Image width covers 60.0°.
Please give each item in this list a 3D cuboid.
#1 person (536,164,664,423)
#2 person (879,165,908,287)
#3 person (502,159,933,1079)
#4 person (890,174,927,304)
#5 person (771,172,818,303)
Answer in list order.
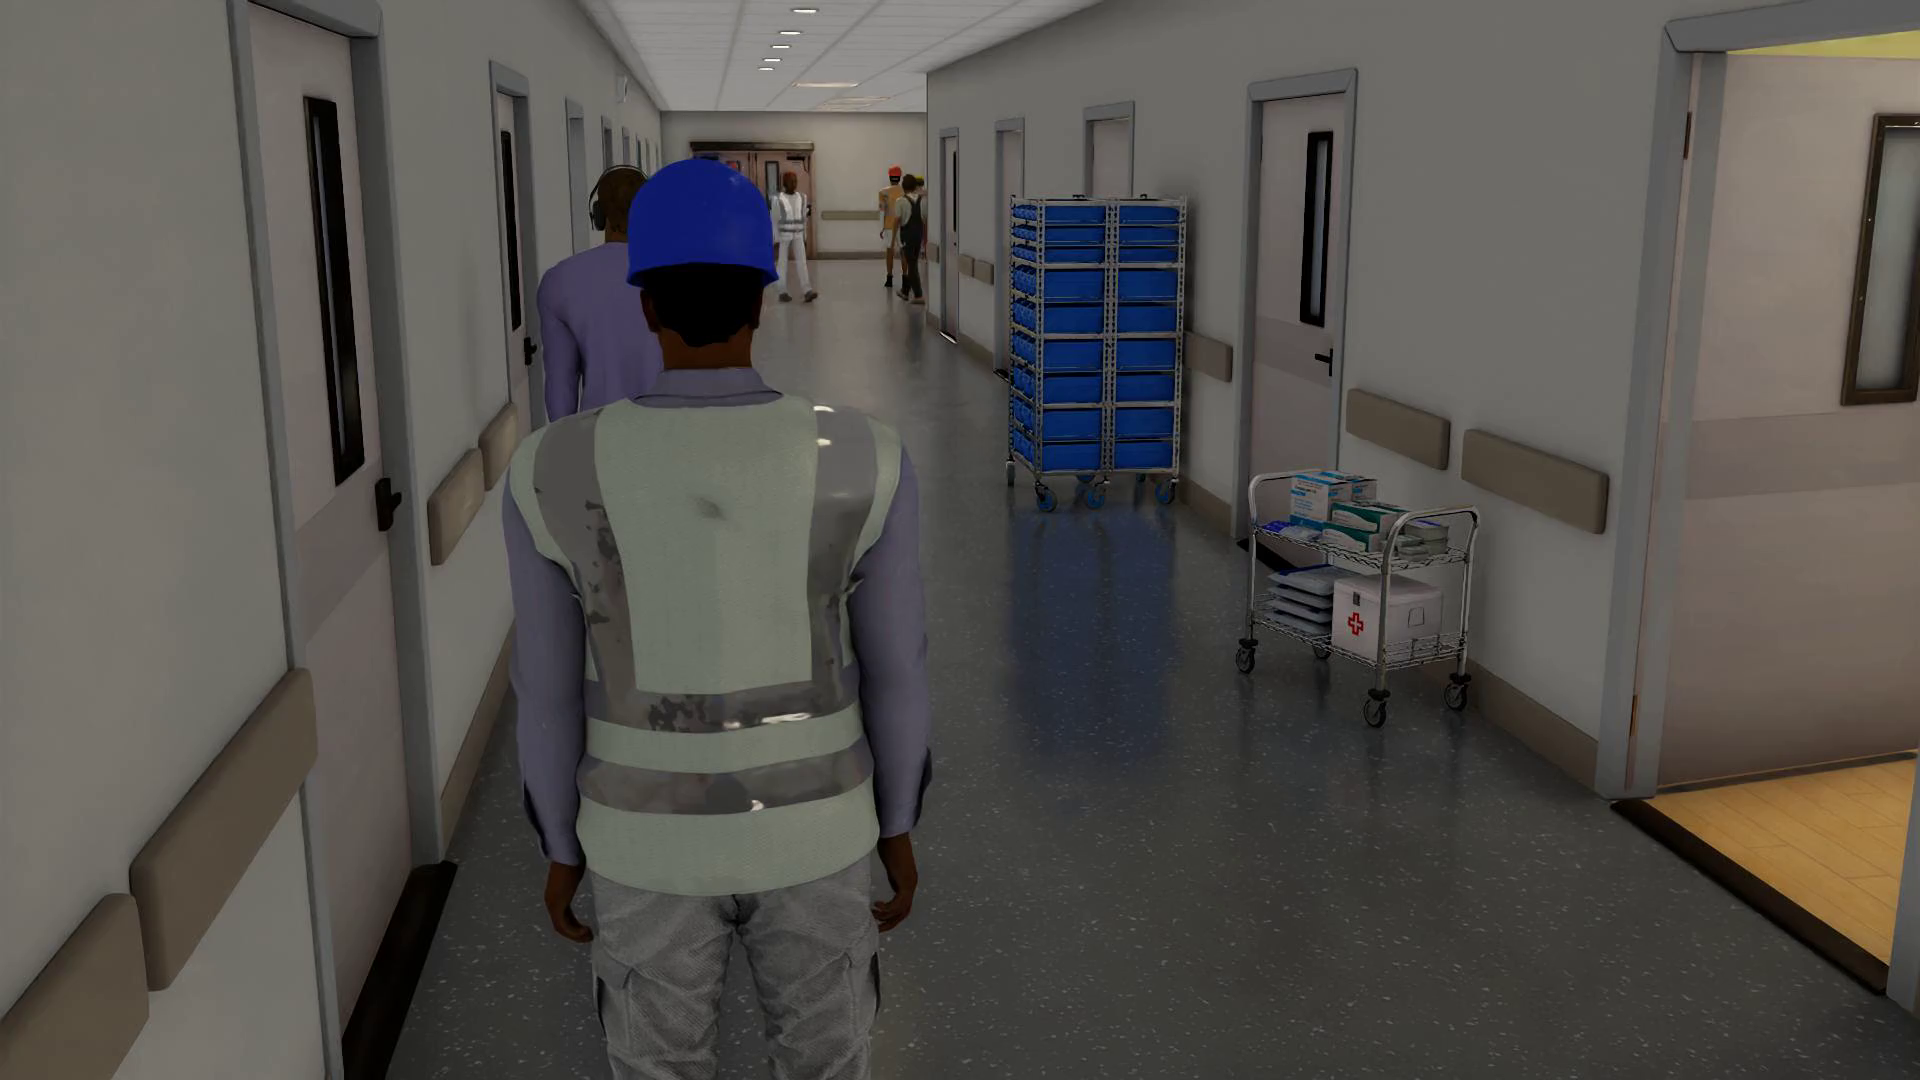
[{"bbox_3d":[-1.133,-0.328,5.843,0.629,1.936,0.373,-2,13,-8],"label":"person"},{"bbox_3d":[-1.040,-5.052,26.819,0.542,1.938,0.357,-2,13,-8],"label":"person"},{"bbox_3d":[-0.343,0.426,2.479,0.601,1.941,0.395,-2,13,-8],"label":"person"},{"bbox_3d":[-0.731,-4.273,23.643,0.529,1.798,0.957,-8,15,-32],"label":"person"},{"bbox_3d":[-2.363,-4.278,23.590,0.607,1.835,0.977,-8,15,-30],"label":"person"}]
